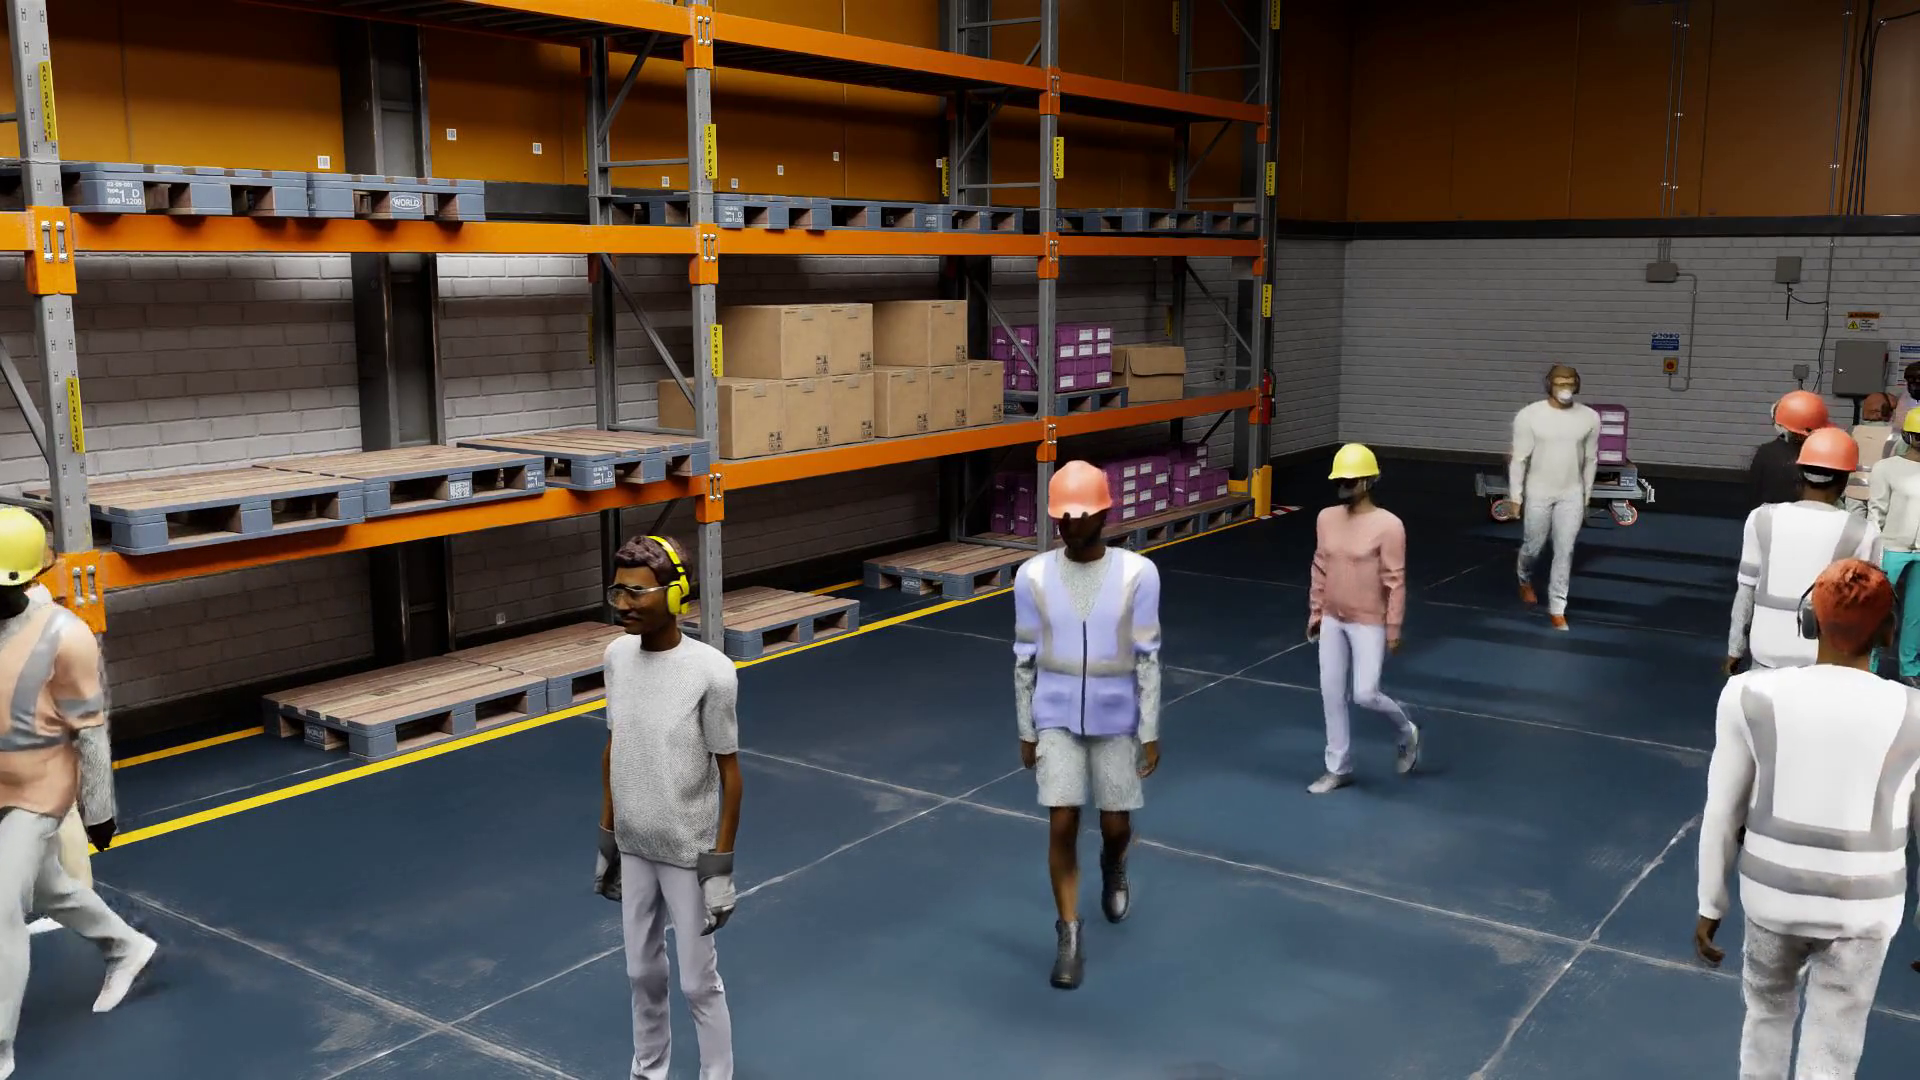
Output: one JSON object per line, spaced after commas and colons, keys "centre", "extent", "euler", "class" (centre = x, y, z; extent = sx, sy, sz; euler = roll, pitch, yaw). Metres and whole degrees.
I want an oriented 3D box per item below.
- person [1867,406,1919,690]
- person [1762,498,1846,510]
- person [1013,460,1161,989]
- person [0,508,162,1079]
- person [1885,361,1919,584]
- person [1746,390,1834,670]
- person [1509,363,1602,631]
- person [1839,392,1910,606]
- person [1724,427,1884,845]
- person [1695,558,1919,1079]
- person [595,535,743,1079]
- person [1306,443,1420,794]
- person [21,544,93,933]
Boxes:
{"centre": [5.743, 0.067, 10.055], "extent": [0.523, 1.769, 0.323], "euler": [1, 10, 3], "class": "person"}
{"centre": [4.556, 0.302, 9.050], "extent": [0.504, 1.632, 0.269], "euler": [-1, 10, -8], "class": "person"}
{"centre": [0.473, 0.643, 6.184], "extent": [0.554, 1.918, 0.662], "euler": [2, 10, 9], "class": "person"}
{"centre": [-3.004, 0.793, 5.440], "extent": [0.619, 1.871, 0.917], "euler": [4, 10, 22], "class": "person"}
{"centre": [7.770, -0.544, 13.568], "extent": [0.806, 1.805, 0.641], "euler": [-5, 11, -27], "class": "person"}
{"centre": [4.553, 0.139, 9.140], "extent": [0.488, 1.944, 0.686], "euler": [0, 10, -3], "class": "person"}
{"centre": [4.288, -0.341, 12.082], "extent": [0.630, 1.916, 0.802], "euler": [1, 10, 5], "class": "person"}
{"centre": [6.934, -0.306, 12.666], "extent": [0.315, 1.636, 0.515], "euler": [-8, 12, -38], "class": "person"}
{"centre": [3.632, 0.473, 7.175], "extent": [0.585, 1.920, 0.408], "euler": [8, 13, 40], "class": "person"}
{"centre": [2.327, 0.959, 4.468], "extent": [0.597, 1.853, 0.780], "euler": [6, 11, 31], "class": "person"}
{"centre": [-0.852, 0.904, 4.764], "extent": [0.516, 1.872, 0.327], "euler": [6, 11, 31], "class": "person"}
{"centre": [1.994, 0.385, 8.221], "extent": [0.550, 1.750, 0.530], "euler": [-7, 12, -36], "class": "person"}
{"centre": [-3.654, 0.723, 6.578], "extent": [0.284, 1.625, 0.496], "euler": [-6, 11, -32], "class": "person"}
